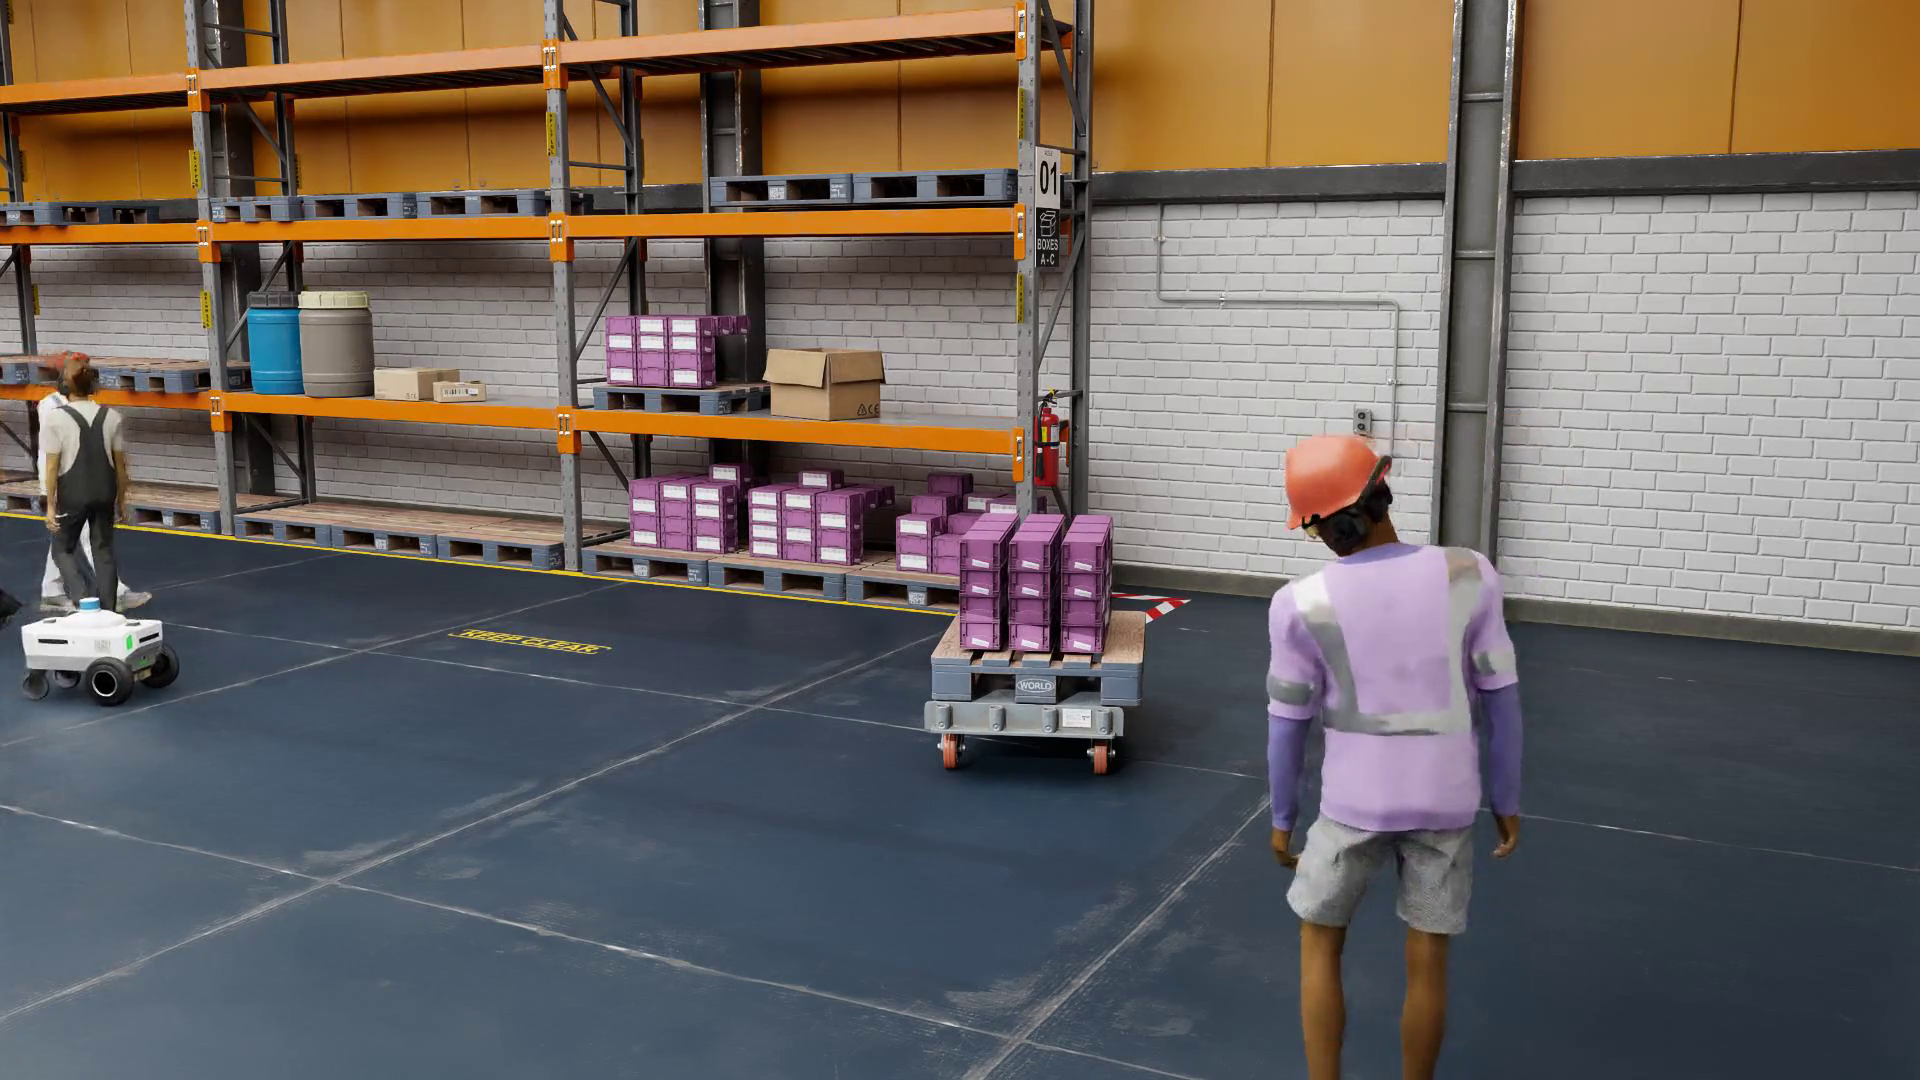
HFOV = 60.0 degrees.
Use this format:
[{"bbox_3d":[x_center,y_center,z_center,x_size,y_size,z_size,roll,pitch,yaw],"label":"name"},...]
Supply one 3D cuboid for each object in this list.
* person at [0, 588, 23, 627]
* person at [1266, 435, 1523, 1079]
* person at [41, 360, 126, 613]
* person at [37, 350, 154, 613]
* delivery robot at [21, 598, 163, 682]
[{"bbox_3d":[-6.383,-0.247,10.581,0.465,1.915,0.538,-6,11,-33],"label":"person"},{"bbox_3d":[1.138,0.717,4.433,0.710,1.988,0.402,1,9,8],"label":"person"},{"bbox_3d":[-5.695,-0.248,10.817,0.412,1.829,0.552,7,12,39],"label":"person"},{"bbox_3d":[-6.129,-0.400,11.726,0.944,1.841,0.593,0,9,-2],"label":"person"},{"bbox_3d":[-4.906,0.571,9.408,0.707,0.478,0.477,1,9,9],"label":"delivery robot"}]
